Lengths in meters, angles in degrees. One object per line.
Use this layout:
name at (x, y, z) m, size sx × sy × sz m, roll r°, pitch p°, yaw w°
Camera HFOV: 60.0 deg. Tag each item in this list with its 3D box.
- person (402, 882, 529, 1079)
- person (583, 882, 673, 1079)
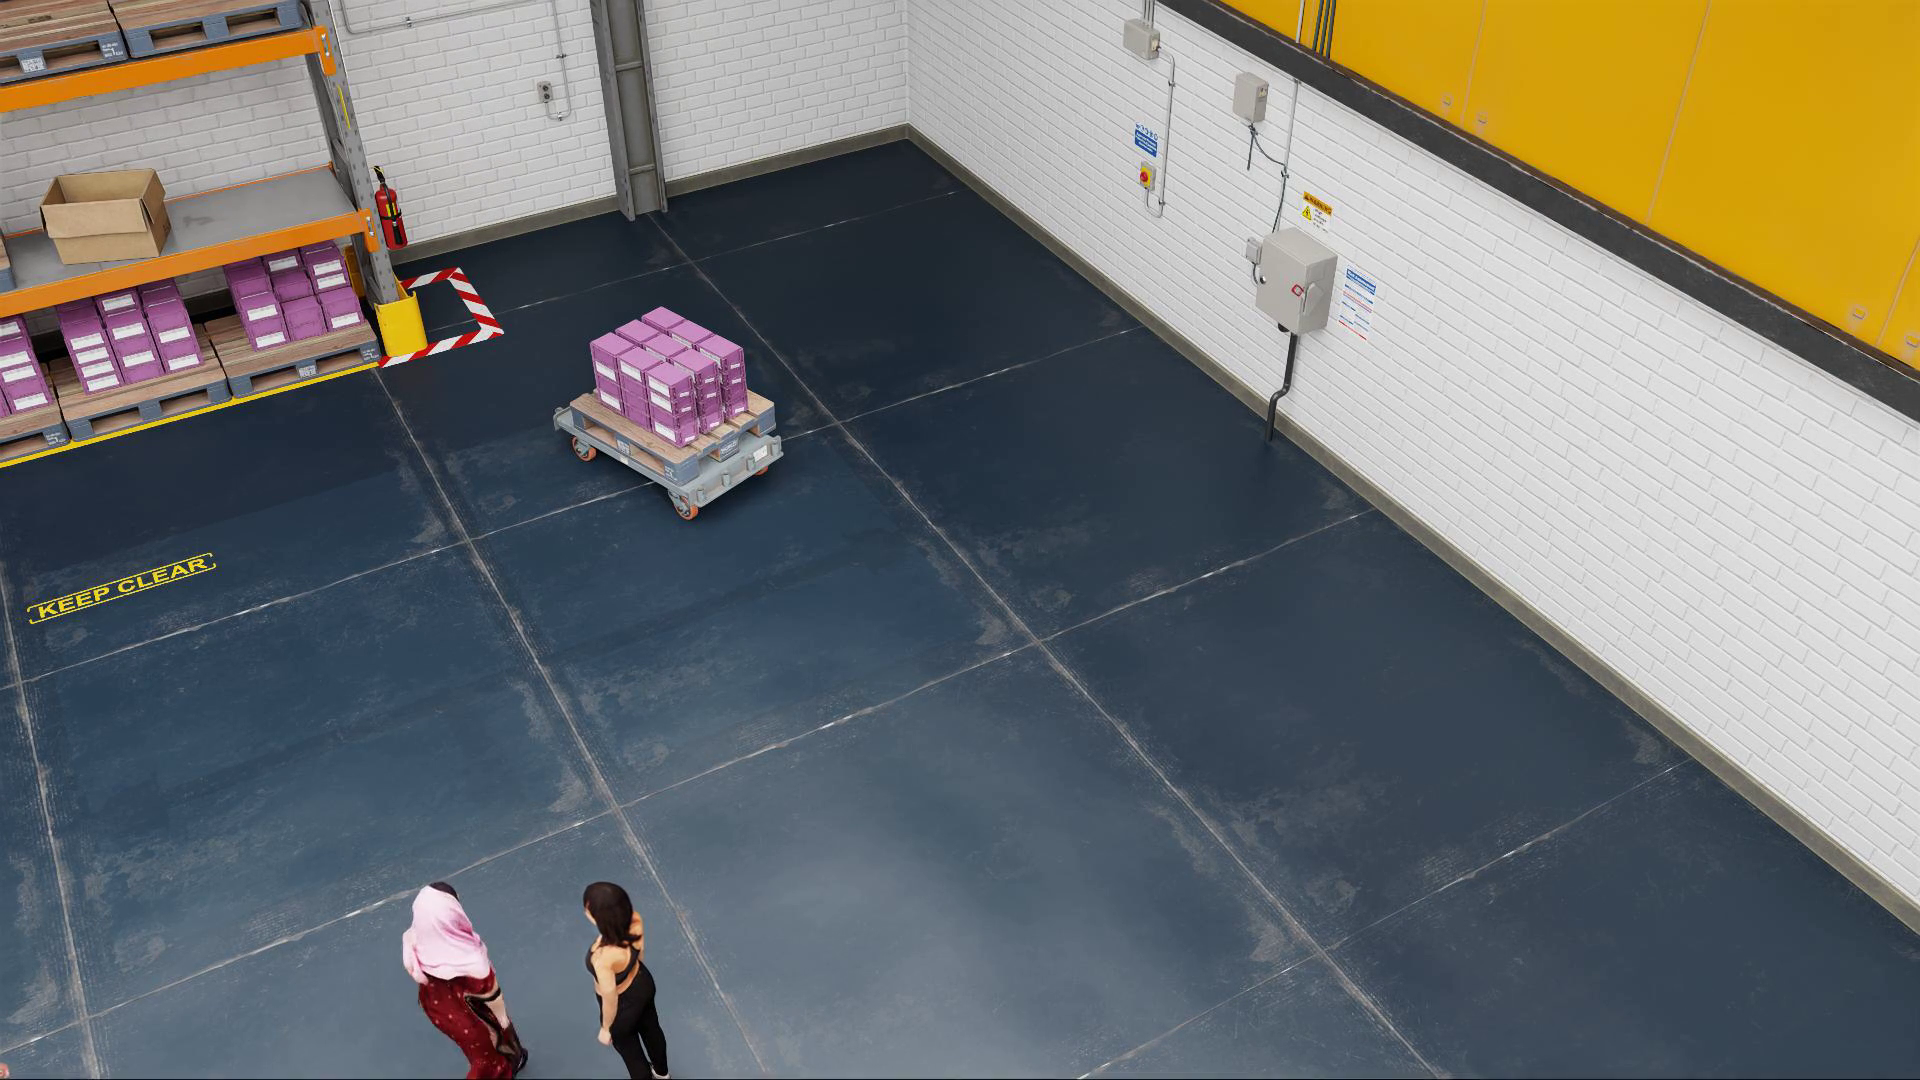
person at (-2.413, 2.275, 7.932) m, size 0.926 × 1.623 × 1.053 m, roll 18°, pitch 42°, yaw 21°
person at (-1.592, 2.213, 7.994) m, size 0.677 × 1.644 × 0.610 m, roll 11°, pitch 40°, yaw 13°
